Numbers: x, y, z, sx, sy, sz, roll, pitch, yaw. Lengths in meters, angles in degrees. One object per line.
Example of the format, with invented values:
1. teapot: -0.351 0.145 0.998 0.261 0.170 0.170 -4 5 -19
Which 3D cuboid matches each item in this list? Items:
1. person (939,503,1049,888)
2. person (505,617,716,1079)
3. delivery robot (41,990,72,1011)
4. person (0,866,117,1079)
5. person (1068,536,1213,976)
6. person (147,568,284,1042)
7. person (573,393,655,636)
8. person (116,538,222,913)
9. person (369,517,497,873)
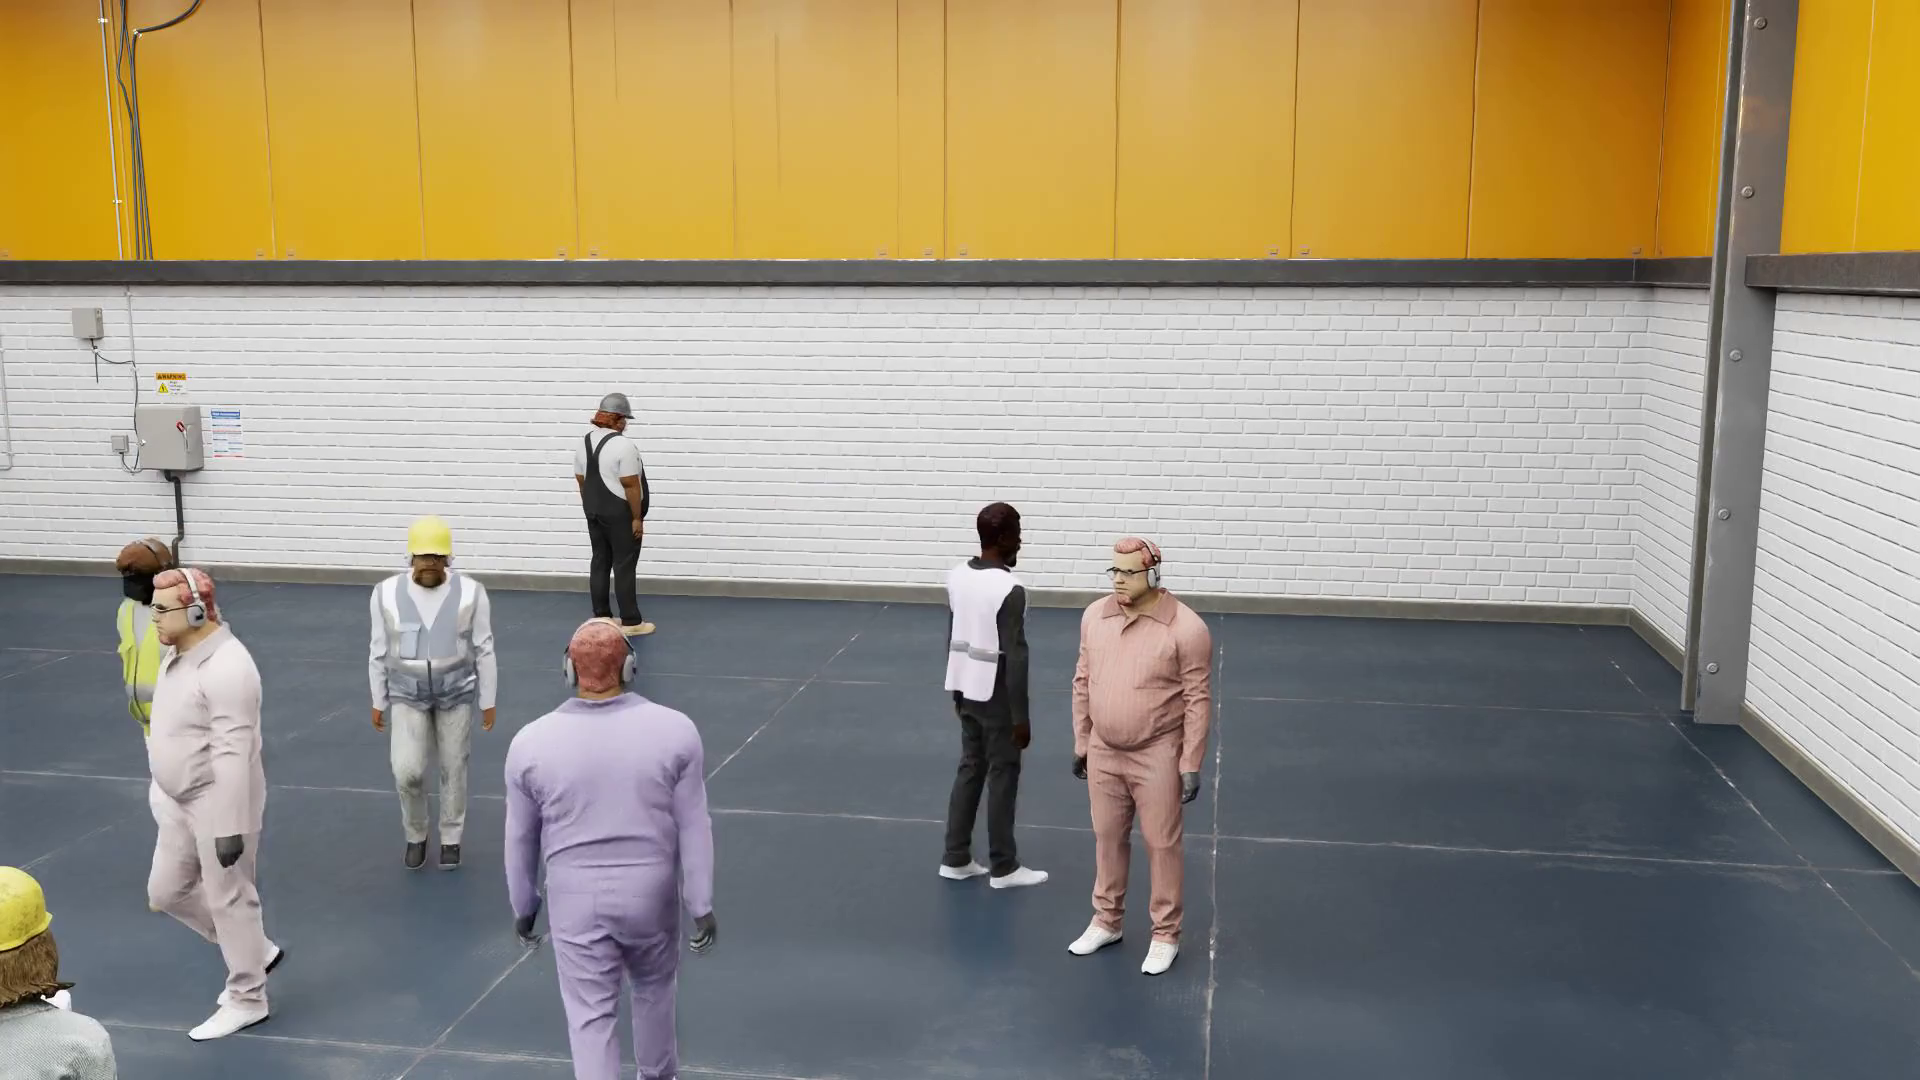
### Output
1. person: 0.145 0.777 8.183 0.522 1.933 0.608 -6 11 -31
2. person: -1.195 1.179 5.696 0.681 1.877 0.826 -2 9 -12
3. delivery robot: -3.304 1.787 5.756 0.477 0.478 0.707 -3 10 -21
4. person: -2.093 1.574 3.703 0.491 1.743 0.324 -2 9 -11
5. person: 0.753 0.924 7.214 0.650 1.906 0.401 7 11 35
6. person: -2.969 1.038 6.540 0.419 1.891 0.666 -9 13 -43
7. person: -2.855 -0.228 13.905 0.673 2.000 0.536 7 12 38
8. person: -3.704 0.869 7.914 0.653 1.796 0.581 6 11 31
9. person: -2.636 0.783 8.345 0.617 1.814 0.452 -3 10 -16
